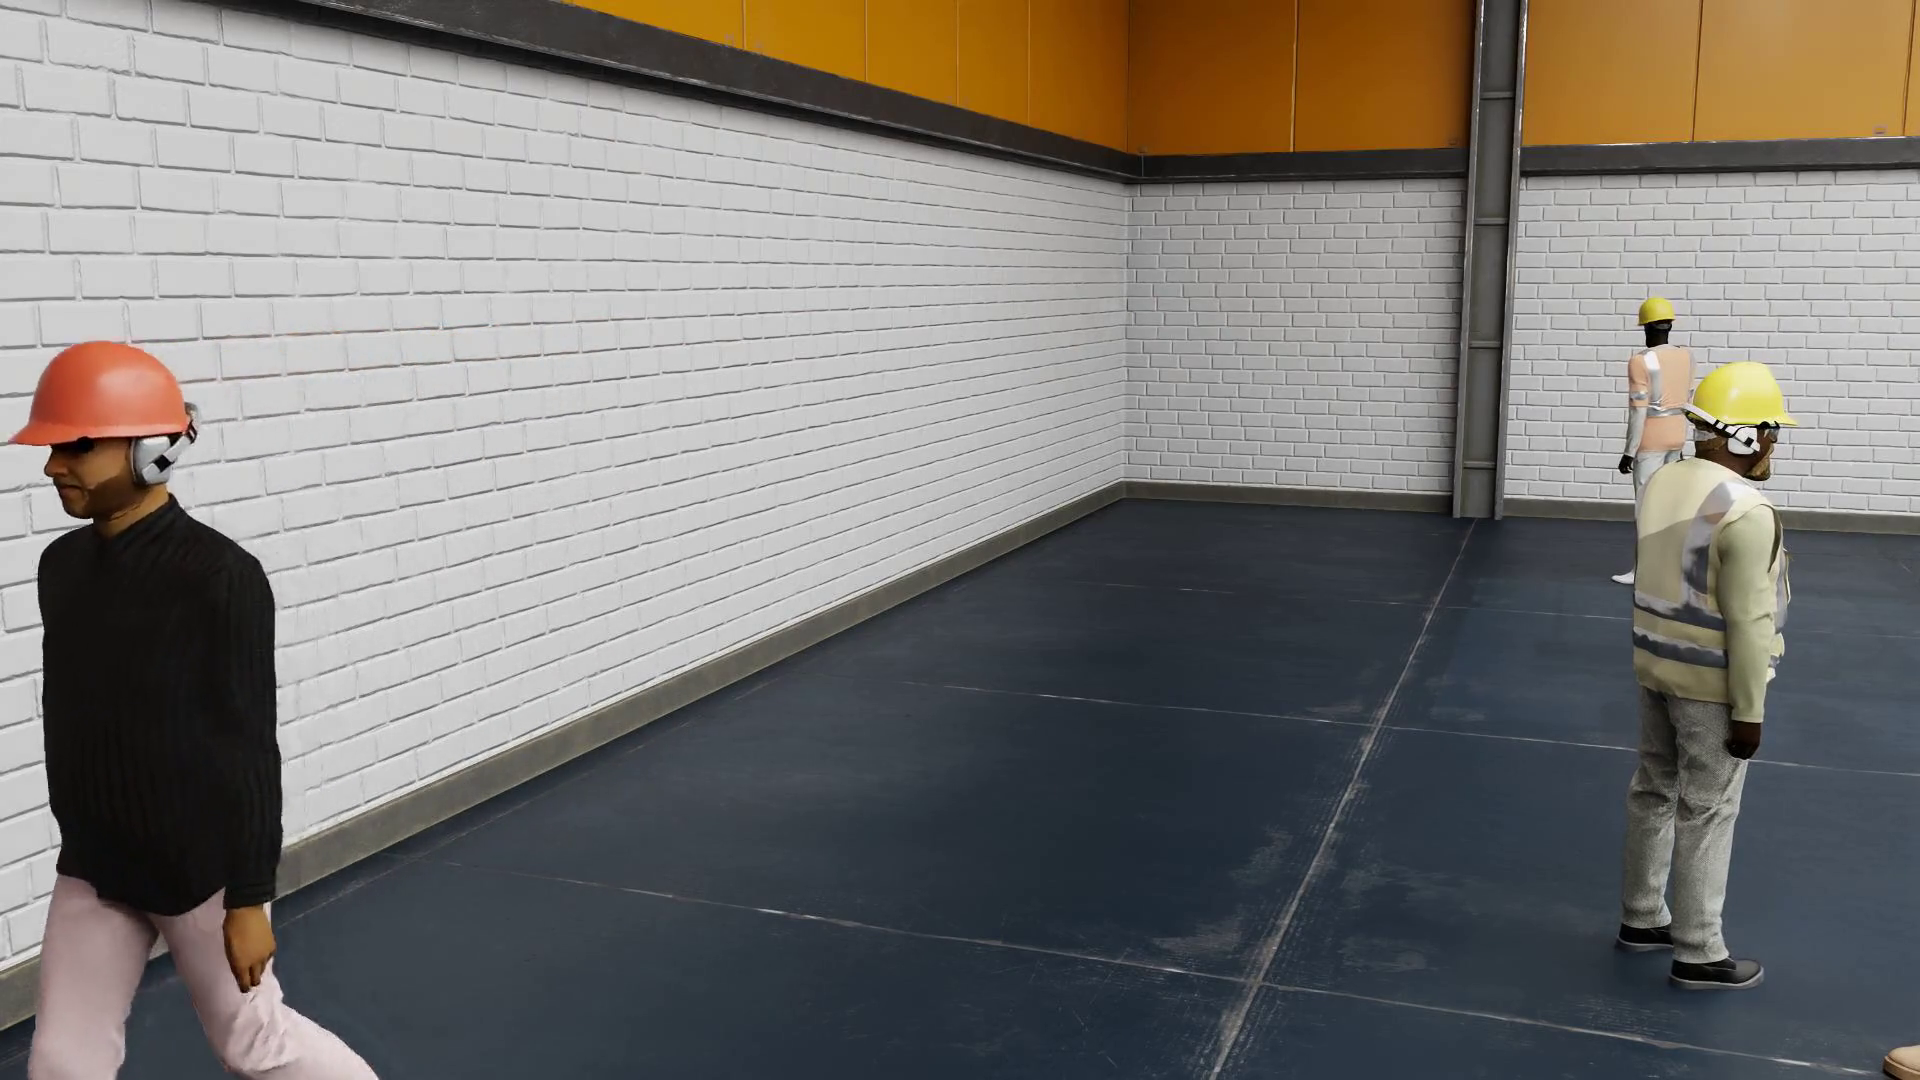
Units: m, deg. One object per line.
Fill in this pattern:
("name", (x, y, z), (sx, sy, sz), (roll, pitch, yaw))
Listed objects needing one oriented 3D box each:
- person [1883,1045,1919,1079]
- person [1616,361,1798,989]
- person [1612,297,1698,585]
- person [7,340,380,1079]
("person", (2.602, 0.428, 3.971), (0.537, 2.000, 0.682), (-2, 9, -14))
("person", (2.184, 0.395, 4.862), (0.403, 1.827, 0.589), (-1, 9, -7))
("person", (4.624, -0.647, 11.094), (0.587, 1.922, 0.383), (-5, 10, -28))
("person", (-1.490, 0.586, 3.246), (0.624, 1.962, 0.963), (5, 10, 27))
